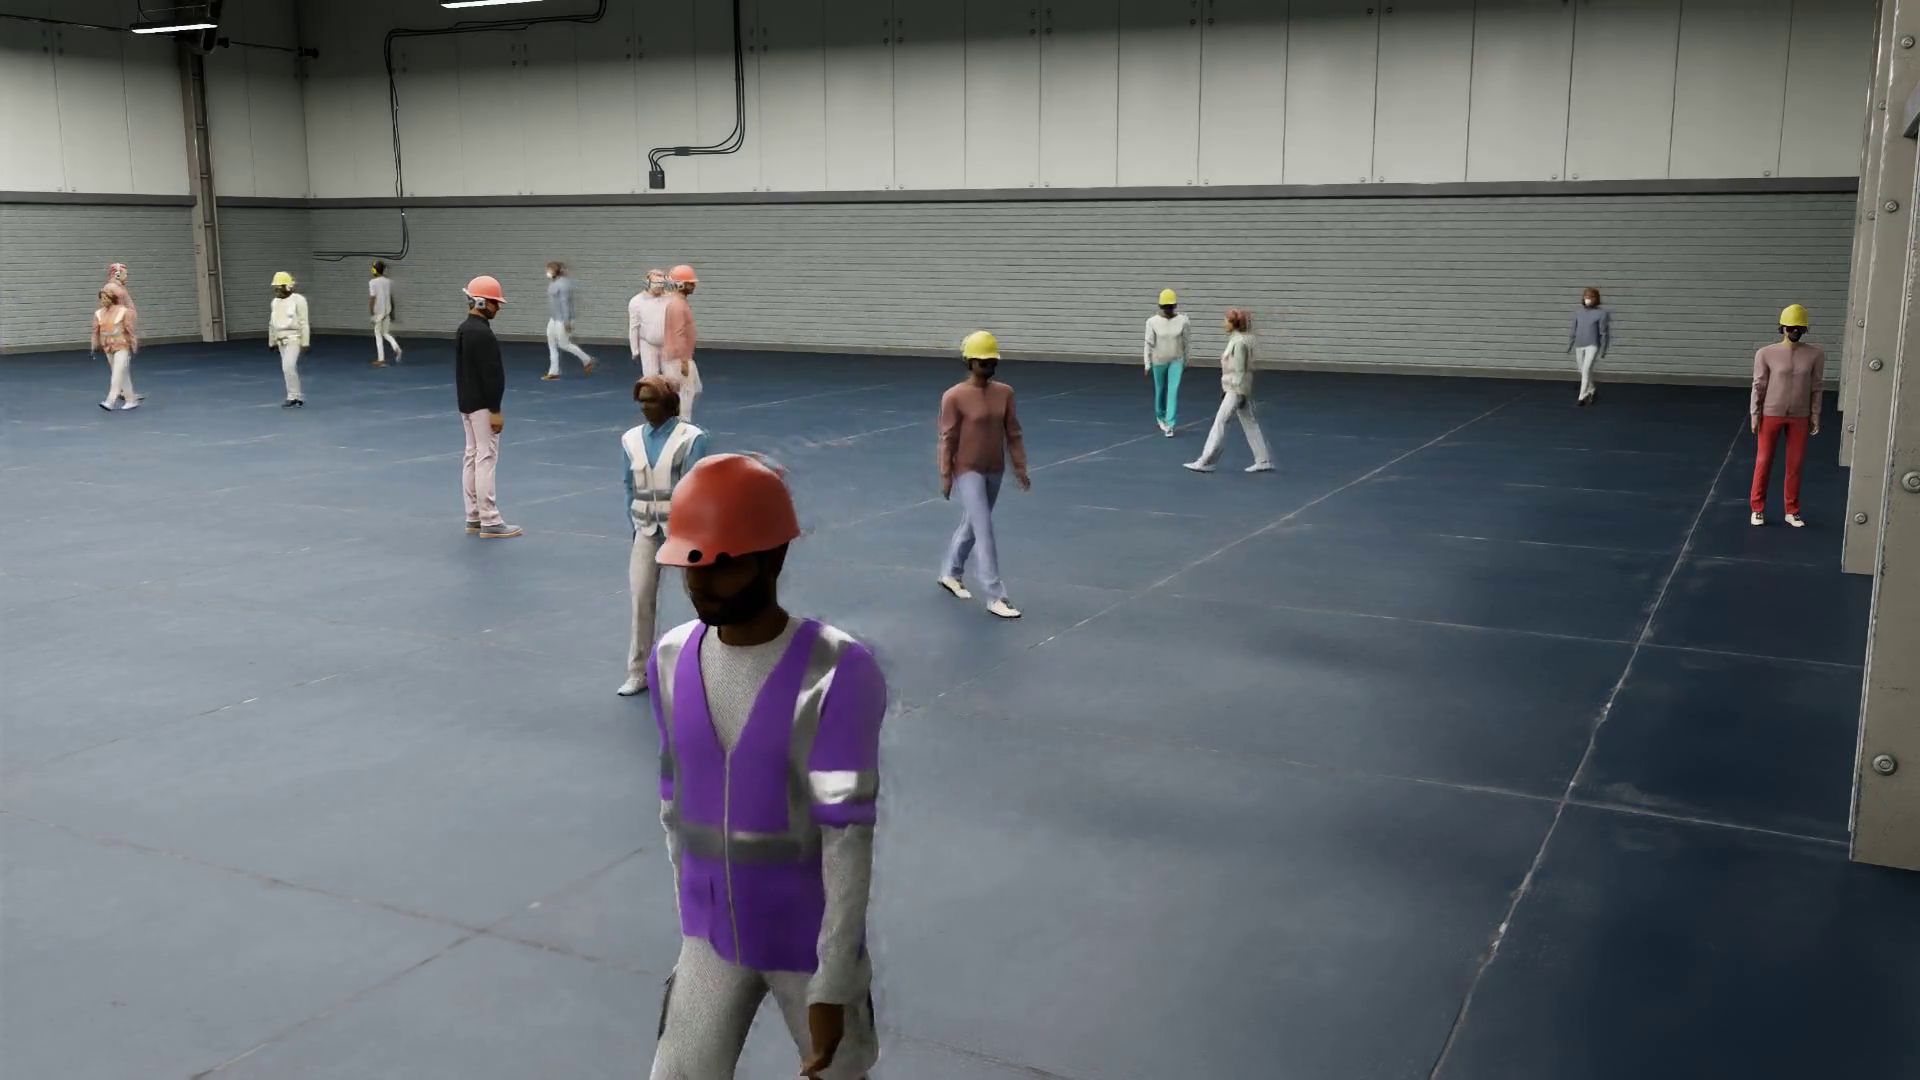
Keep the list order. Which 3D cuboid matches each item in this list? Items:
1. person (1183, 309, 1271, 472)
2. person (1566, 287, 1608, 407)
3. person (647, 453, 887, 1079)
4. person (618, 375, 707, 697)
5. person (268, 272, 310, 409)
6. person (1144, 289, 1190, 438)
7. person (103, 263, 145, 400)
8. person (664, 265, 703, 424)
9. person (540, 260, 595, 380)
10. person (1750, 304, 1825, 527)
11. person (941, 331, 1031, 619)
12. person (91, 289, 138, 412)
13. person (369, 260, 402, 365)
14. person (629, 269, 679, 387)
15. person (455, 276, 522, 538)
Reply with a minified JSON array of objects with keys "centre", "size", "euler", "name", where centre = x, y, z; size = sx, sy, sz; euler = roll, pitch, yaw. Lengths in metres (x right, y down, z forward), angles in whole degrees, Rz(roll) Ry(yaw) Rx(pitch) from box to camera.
[{"centre":[2.640,-1.435,16.082],"size":[0.854,1.591,0.539],"euler":[1,10,8],"name":"person"},{"centre":[8.519,-2.615,22.474],"size":[0.765,1.608,0.490],"euler":[-9,13,-39],"name":"person"},{"centre":[-0.414,0.772,3.255],"size":[0.548,1.882,0.992],"euler":[4,11,22],"name":"person"},{"centre":[-1.477,-0.062,8.563],"size":[0.514,1.604,0.826],"euler":[3,11,17],"name":"person"},{"centre":[-8.933,-2.621,21.958],"size":[0.616,1.809,0.618],"euler":[6,12,29],"name":"person"},{"centre":[2.387,-2.063,19.255],"size":[0.528,1.694,0.955],"euler":[1,10,4],"name":"person"},{"centre":[-11.740,-2.915,23.312],"size":[0.409,1.908,0.638],"euler":[-8,13,-37],"name":"person"},{"centre":[-3.043,-2.012,18.189],"size":[0.480,1.974,0.639],"euler":[-1,10,-7],"name":"person"},{"centre":[-6.283,-3.496,26.478],"size":[0.797,1.915,0.633],"euler":[-7,12,-33],"name":"person"},{"centre":[6.509,-0.971,13.113],"size":[0.522,1.764,0.334],"euler":[2,11,9],"name":"person"},{"centre":[0.120,-0.428,10.256],"size":[0.539,1.721,0.907],"euler":[-8,13,-37],"name":"person"},{"centre":[-11.067,-2.465,21.677],"size":[0.546,1.588,0.857],"euler":[2,11,12],"name":"person"},{"centre":[-10.153,-3.986,29.284],"size":[0.579,1.855,0.537],"euler":[6,12,30],"name":"person"},{"centre":[-3.643,-2.301,20.004],"size":[0.669,1.891,0.481],"euler":[-4,11,-20],"name":"person"},{"centre":[-3.638,-1.015,12.735],"size":[0.401,1.984,0.612],"euler":[-7,12,-33],"name":"person"}]
